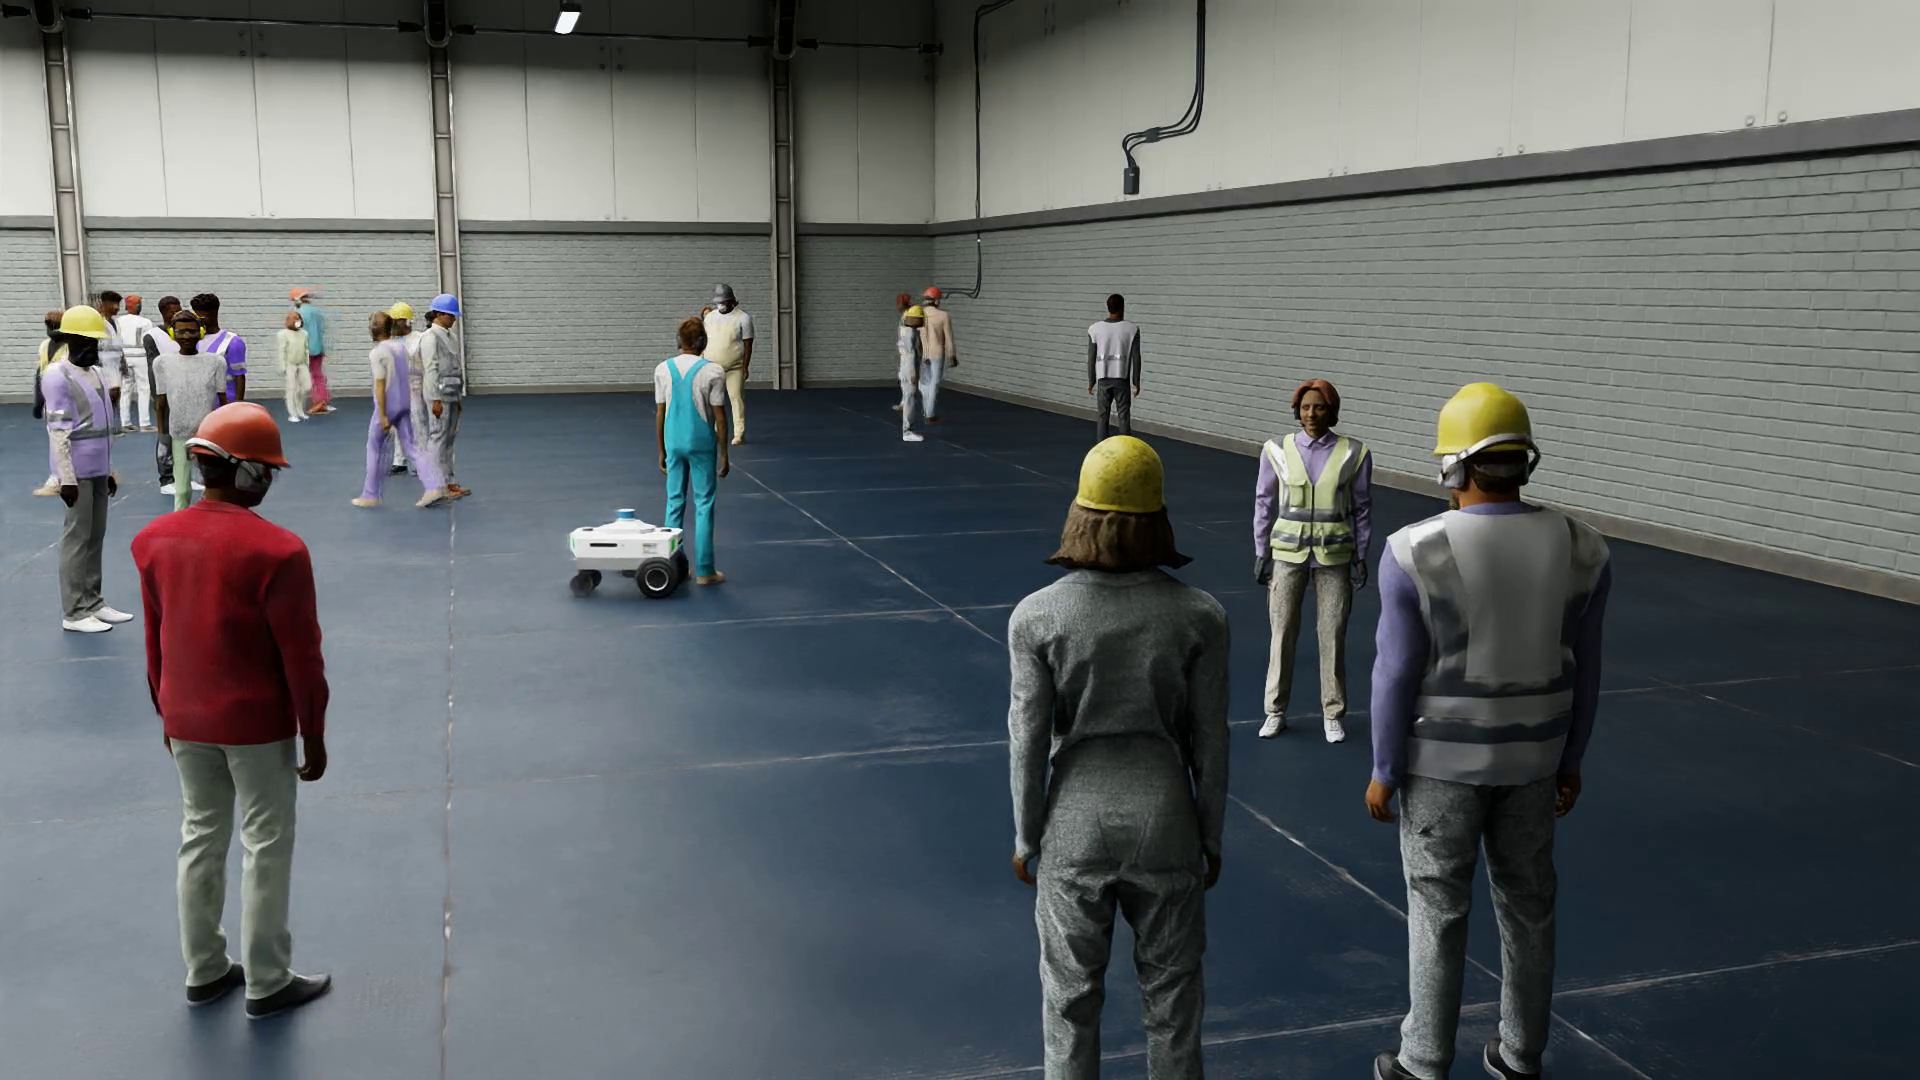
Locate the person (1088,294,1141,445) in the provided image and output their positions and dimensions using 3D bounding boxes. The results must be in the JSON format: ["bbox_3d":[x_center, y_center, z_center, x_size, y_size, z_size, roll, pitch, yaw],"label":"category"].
[{"bbox_3d":[1.733,-1.802,18.706,0.596,1.913,0.372,2,9,12],"label":"person"}]

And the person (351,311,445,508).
[{"bbox_3d":[-5.109,-1.173,15.056,0.910,1.806,0.495,4,10,23],"label":"person"}]

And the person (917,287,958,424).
[{"bbox_3d":[-0.340,-2.668,24.074,0.633,1.968,0.781,6,11,32],"label":"person"}]

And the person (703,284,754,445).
[{"bbox_3d":[-2.960,-2.210,20.906,0.674,2.000,0.535,3,9,18],"label":"person"}]

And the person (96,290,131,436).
[{"bbox_3d":[-11.238,-2.318,21.935,0.449,1.932,0.650,-1,9,-5],"label":"person"}]

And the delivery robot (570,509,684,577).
[{"bbox_3d":[-2.197,0.037,10.975,0.707,0.478,0.477,1,9,0],"label":"delivery robot"}]

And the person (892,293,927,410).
[{"bbox_3d":[-0.750,-2.974,26.352,0.625,1.864,0.607,1,9,8],"label":"person"}]

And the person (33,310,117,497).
[{"bbox_3d":[-8.671,-1.352,16.236,0.626,1.798,0.954,4,10,25],"label":"person"}]

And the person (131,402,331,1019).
[{"bbox_3d":[-2.022,0.481,4.704,0.578,1.737,0.355,3,9,17],"label":"person"}]

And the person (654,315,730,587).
[{"bbox_3d":[-1.810,-0.594,11.260,0.511,1.837,0.353,2,9,14],"label":"person"}]

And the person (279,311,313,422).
[{"bbox_3d":[-9.692,-2.527,24.286,0.368,1.622,0.508,7,11,37],"label":"person"}]

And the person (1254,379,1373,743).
[{"bbox_3d":[1.582,0.093,7.486,0.522,1.639,0.306,2,9,14],"label":"person"}]

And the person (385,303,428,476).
[{"bbox_3d":[-5.863,-1.586,17.586,0.600,1.831,0.404,3,9,18],"label":"person"}]

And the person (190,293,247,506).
[{"bbox_3d":[-6.644,-1.218,14.835,0.604,1.959,0.378,3,9,18],"label":"person"}]

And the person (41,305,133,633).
[{"bbox_3d":[-5.170,-0.421,9.861,0.377,1.922,0.593,-1,9,-5],"label":"person"}]

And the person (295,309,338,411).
[{"bbox_3d":[-10.240,-2.841,26.272,0.640,1.620,0.526,-3,9,-19],"label":"person"}]

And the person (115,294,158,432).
[{"bbox_3d":[-11.213,-2.394,22.616,0.574,1.875,0.345,1,9,6],"label":"person"}]

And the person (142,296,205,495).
[{"bbox_3d":[-7.641,-1.406,16.165,0.392,1.920,0.591,2,9,14],"label":"person"}]

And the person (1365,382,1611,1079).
[{"bbox_3d":[1.283,0.525,4.133,0.588,1.829,0.404,-1,9,-9],"label":"person"}]

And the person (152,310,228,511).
[{"bbox_3d":[-5.529,-0.727,12.022,0.508,1.863,0.327,-4,10,-22],"label":"person"}]

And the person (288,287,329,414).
[{"bbox_3d":[-10.015,-2.899,25.536,0.505,1.961,0.686,2,9,13],"label":"person"}]

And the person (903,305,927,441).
[{"bbox_3d":[-0.586,-2.154,21.502,0.325,1.740,0.492,0,9,0],"label":"person"}]

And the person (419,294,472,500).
[{"bbox_3d":[-4.883,-1.353,15.757,0.395,1.941,0.601,0,9,1],"label":"person"}]

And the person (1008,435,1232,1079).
[{"bbox_3d":[0.347,0.641,3.659,0.483,1.745,0.299,0,9,2],"label":"person"}]
